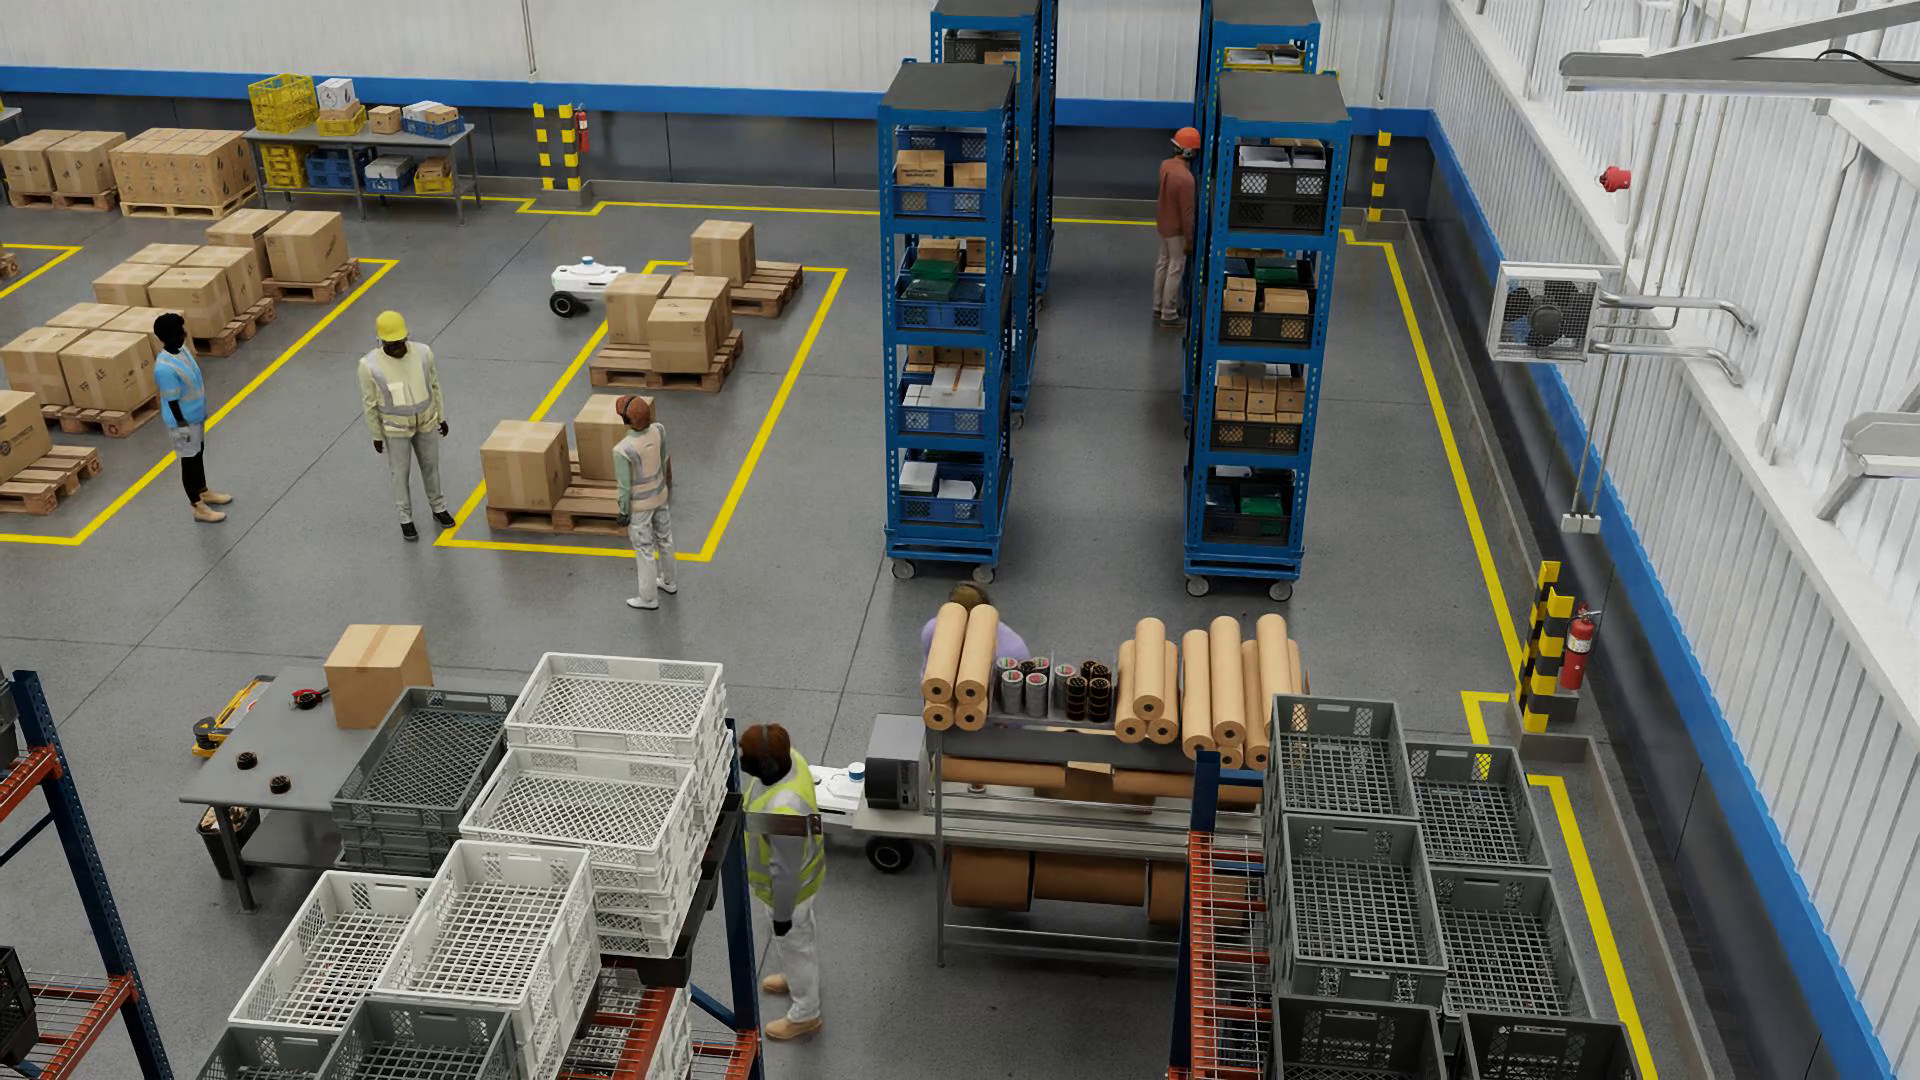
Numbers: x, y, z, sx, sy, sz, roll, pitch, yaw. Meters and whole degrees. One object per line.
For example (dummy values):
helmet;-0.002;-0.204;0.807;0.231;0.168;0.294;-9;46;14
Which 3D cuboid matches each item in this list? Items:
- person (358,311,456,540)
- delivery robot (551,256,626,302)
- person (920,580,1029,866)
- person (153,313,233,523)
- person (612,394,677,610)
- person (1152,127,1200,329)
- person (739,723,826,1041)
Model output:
person;-4.181;-0.884;12.623;0.603;1.830;0.404;-21;36;-32
delivery robot;-3.728;-2.614;16.766;0.707;0.478;0.477;2;30;4
person;0.071;1.037;9.237;0.625;1.931;0.373;12;32;20
person;-5.983;-0.958;12.886;0.321;1.694;0.529;-5;31;-8
person;-2.231;-0.272;11.760;0.309;1.641;0.514;15;33;24
person;2.118;-3.030;16.167;0.412;1.982;0.620;-9;31;-16
person;-0.880;1.667;8.245;0.431;1.837;0.630;-4;30;-6
